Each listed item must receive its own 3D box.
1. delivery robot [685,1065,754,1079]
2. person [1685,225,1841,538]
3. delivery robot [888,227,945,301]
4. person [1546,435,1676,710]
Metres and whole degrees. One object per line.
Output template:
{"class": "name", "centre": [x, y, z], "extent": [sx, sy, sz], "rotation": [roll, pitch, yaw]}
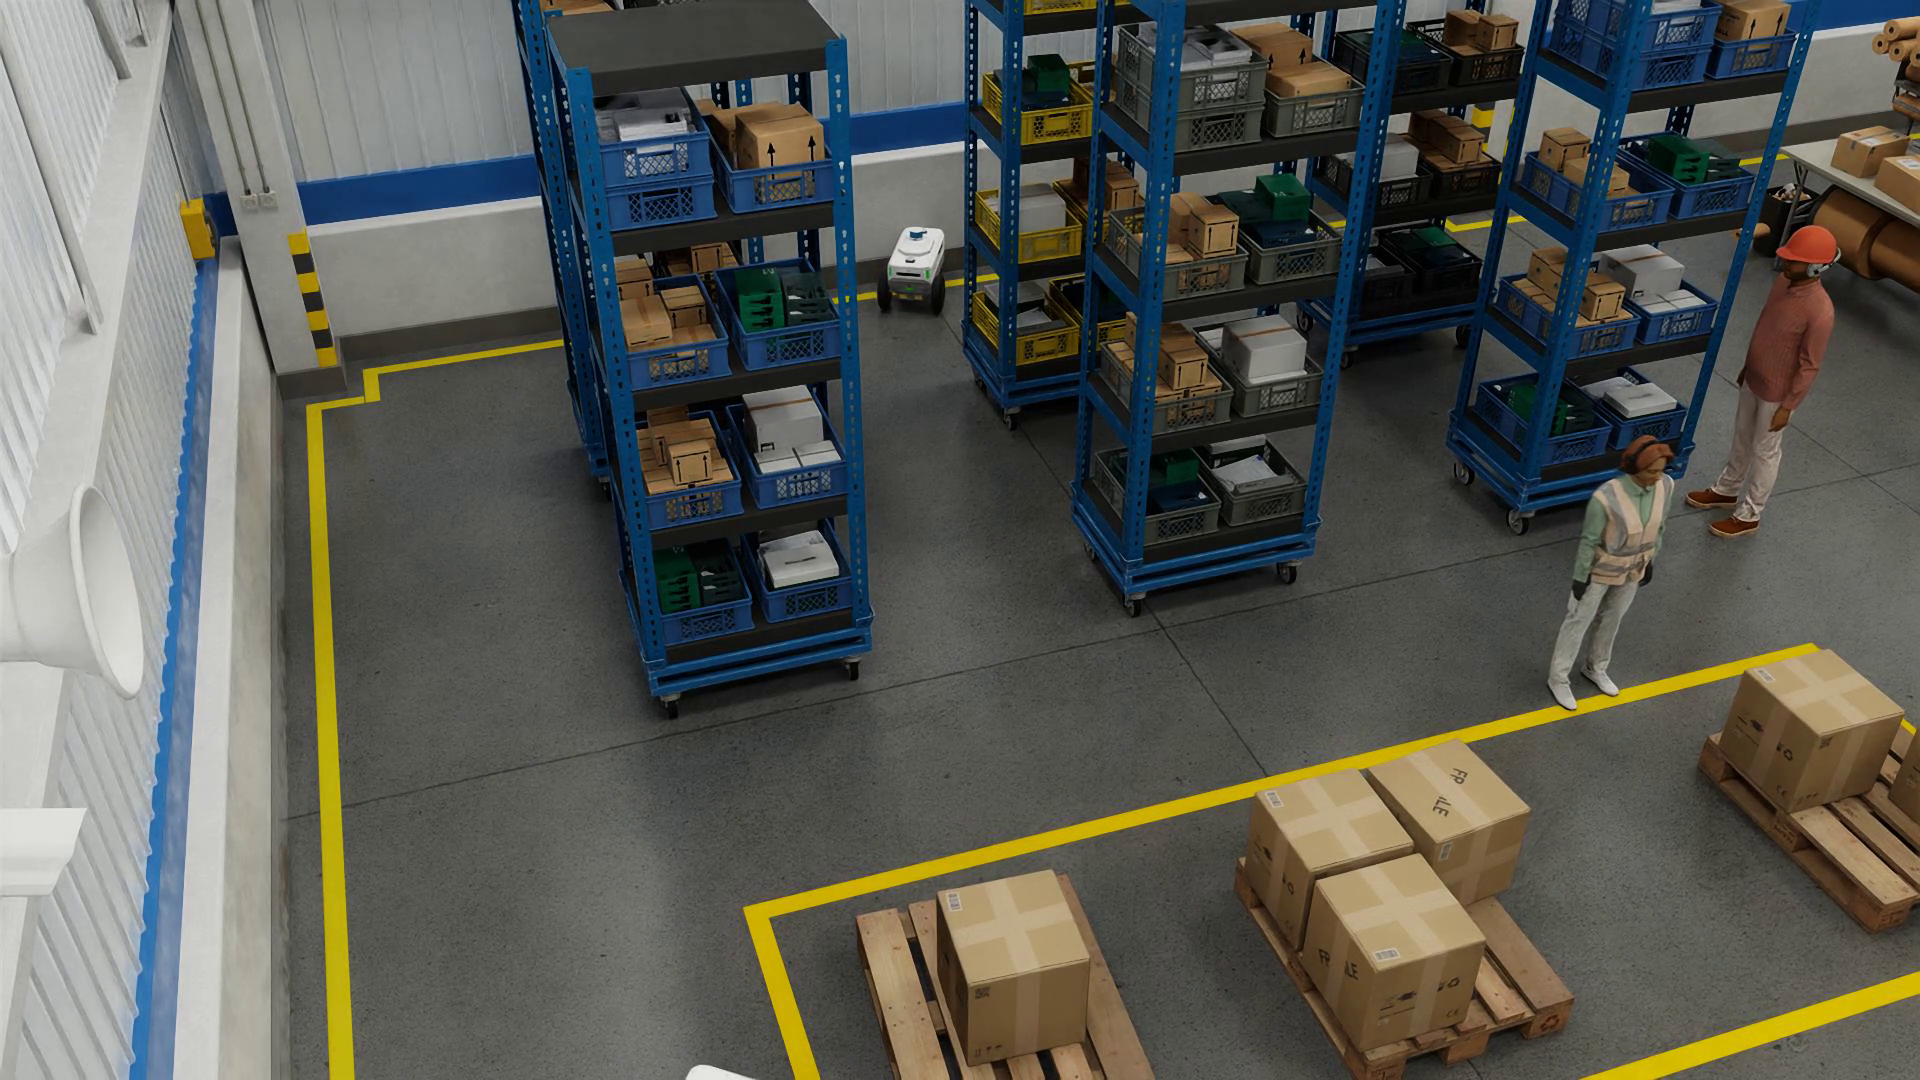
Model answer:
{"class": "delivery robot", "centre": [-0.769, 2.300, 6.446], "extent": [0.707, 0.478, 0.477], "rotation": [12, 37, 16]}
{"class": "person", "centre": [4.809, -0.936, 9.875], "extent": [0.377, 1.995, 0.608], "rotation": [-2, 35, -2]}
{"class": "delivery robot", "centre": [-0.333, -2.167, 12.781], "extent": [0.477, 0.478, 0.707], "rotation": [5, 35, 7]}
{"class": "person", "centre": [3.387, 0.159, 8.634], "extent": [0.508, 1.631, 0.312], "rotation": [-13, 37, -17]}
